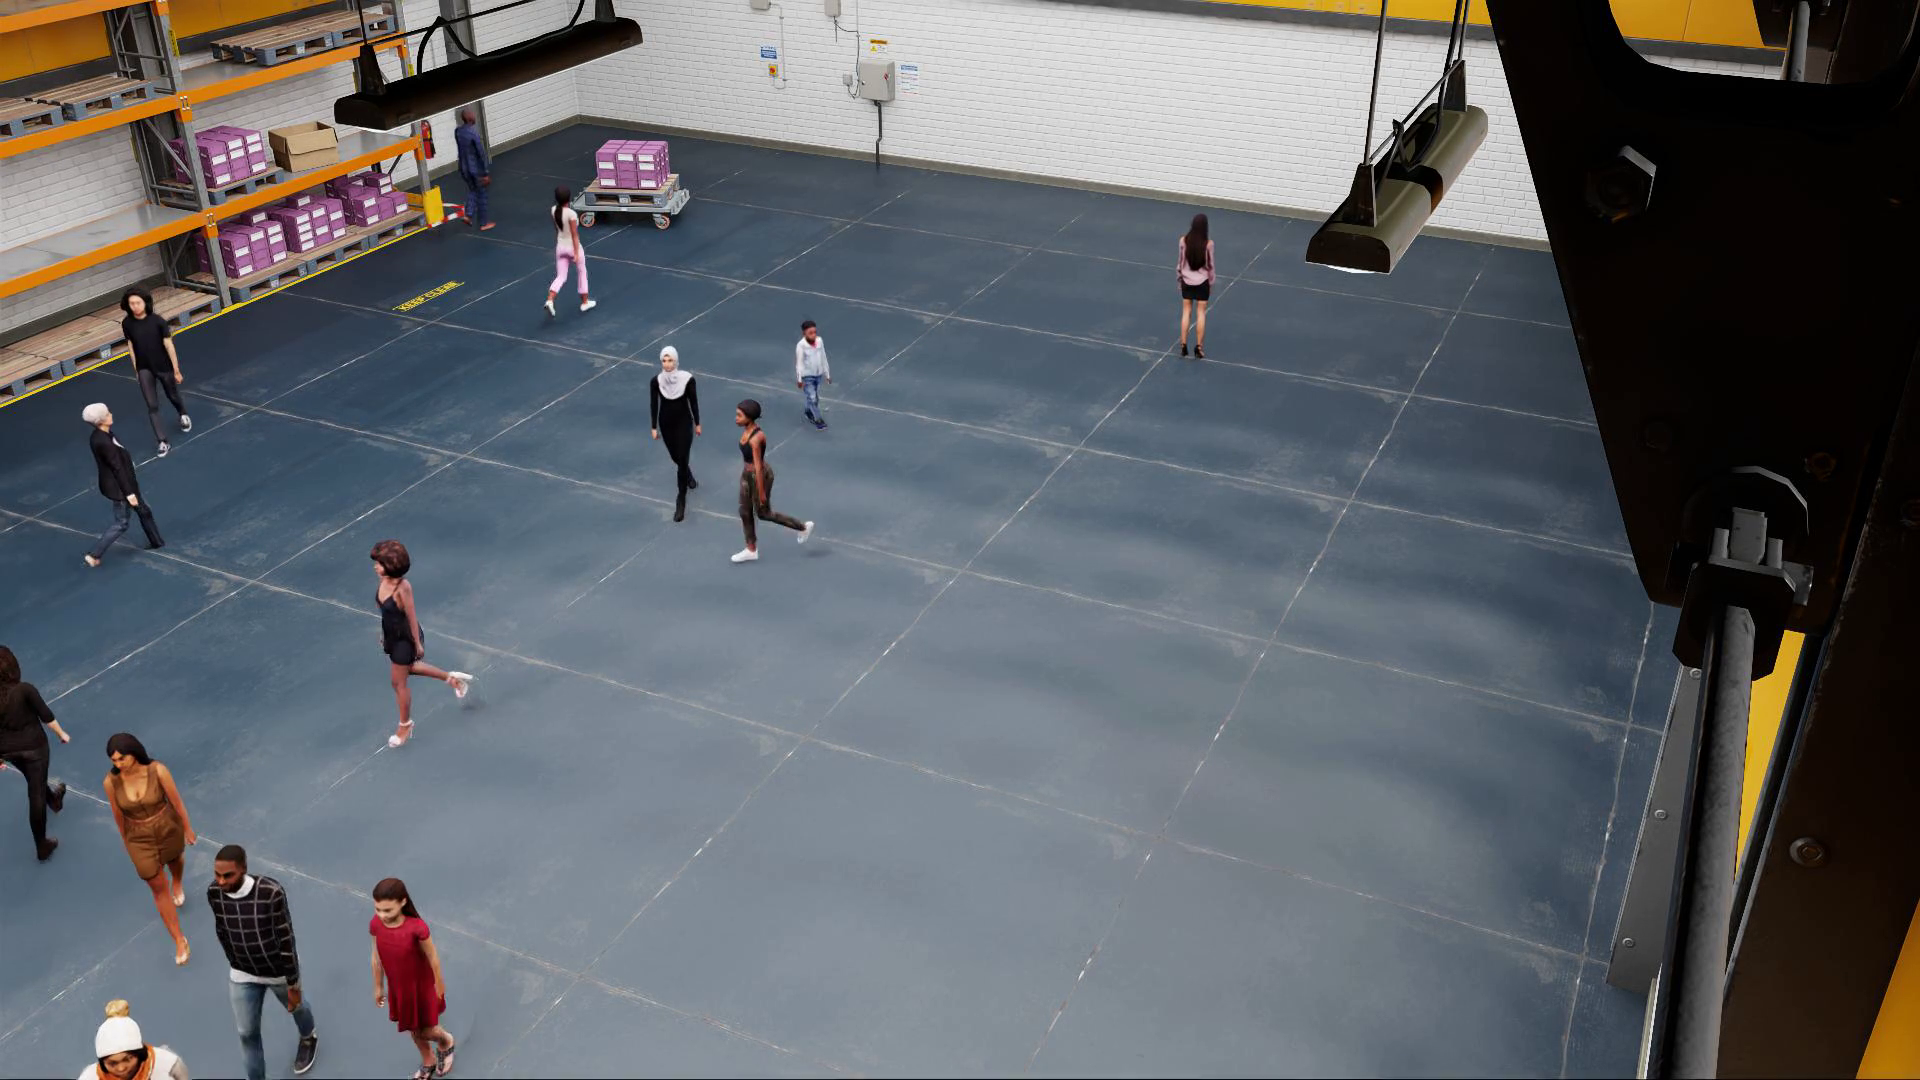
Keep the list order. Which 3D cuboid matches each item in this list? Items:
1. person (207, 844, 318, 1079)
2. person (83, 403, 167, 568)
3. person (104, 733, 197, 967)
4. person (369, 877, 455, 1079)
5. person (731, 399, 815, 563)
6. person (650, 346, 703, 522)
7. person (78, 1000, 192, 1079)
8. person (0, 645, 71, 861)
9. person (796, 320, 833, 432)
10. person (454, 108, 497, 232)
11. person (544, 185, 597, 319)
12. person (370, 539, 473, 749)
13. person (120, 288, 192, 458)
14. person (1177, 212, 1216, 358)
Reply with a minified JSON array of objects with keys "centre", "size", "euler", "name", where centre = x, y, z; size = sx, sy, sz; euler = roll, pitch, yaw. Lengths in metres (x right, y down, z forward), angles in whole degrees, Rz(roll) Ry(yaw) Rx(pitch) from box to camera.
[{"centre":[-4.095,2.479,9.917],"size":[0.935,1.787,1.122],"euler":[0,29,-1],"name":"person"},{"centre":[-7.999,-0.448,15.746],"size":[1.186,1.767,1.143],"euler":[-14,31,-24],"name":"person"},{"centre":[-5.353,1.939,11.084],"size":[1.107,1.618,1.101],"euler":[-14,31,-23],"name":"person"},{"centre":[-3.257,2.586,9.973],"size":[0.618,1.546,0.706],"euler":[7,29,12],"name":"person"},{"centre":[-1.809,-0.550,15.589],"size":[1.060,1.673,1.000],"euler":[-9,30,-17],"name":"person"},{"centre":[-2.802,-1.128,16.581],"size":[0.941,1.738,1.238],"euler":[0,29,1],"name":"person"},{"centre":[-4.231,3.084,8.710],"size":[0.801,1.880,0.891],"euler":[-16,33,-27],"name":"person"},{"centre":[-6.667,1.546,11.816],"size":[0.877,1.607,1.087],"euler":[-1,29,-2],"name":"person"},{"centre":[-1.667,-1.858,18.449],"size":[0.854,1.231,0.815],"euler":[-19,34,-30],"name":"person"},{"centre":[-7.173,-5.392,24.329],"size":[0.684,1.804,0.748],"euler":[15,32,25],"name":"person"},{"centre":[-5.061,-3.650,21.233],"size":[0.576,1.710,1.079],"euler":[14,32,24],"name":"person"},{"centre":[-4.308,0.763,13.095],"size":[1.097,1.756,0.826],"euler":[-24,36,-36],"name":"person"},{"centre":[-8.639,-1.892,17.915],"size":[1.084,1.800,1.236],"euler":[-6,29,-11],"name":"person"},{"centre":[2.840,-3.063,20.052],"size":[0.611,1.811,0.513],"euler":[12,31,21],"name":"person"}]
